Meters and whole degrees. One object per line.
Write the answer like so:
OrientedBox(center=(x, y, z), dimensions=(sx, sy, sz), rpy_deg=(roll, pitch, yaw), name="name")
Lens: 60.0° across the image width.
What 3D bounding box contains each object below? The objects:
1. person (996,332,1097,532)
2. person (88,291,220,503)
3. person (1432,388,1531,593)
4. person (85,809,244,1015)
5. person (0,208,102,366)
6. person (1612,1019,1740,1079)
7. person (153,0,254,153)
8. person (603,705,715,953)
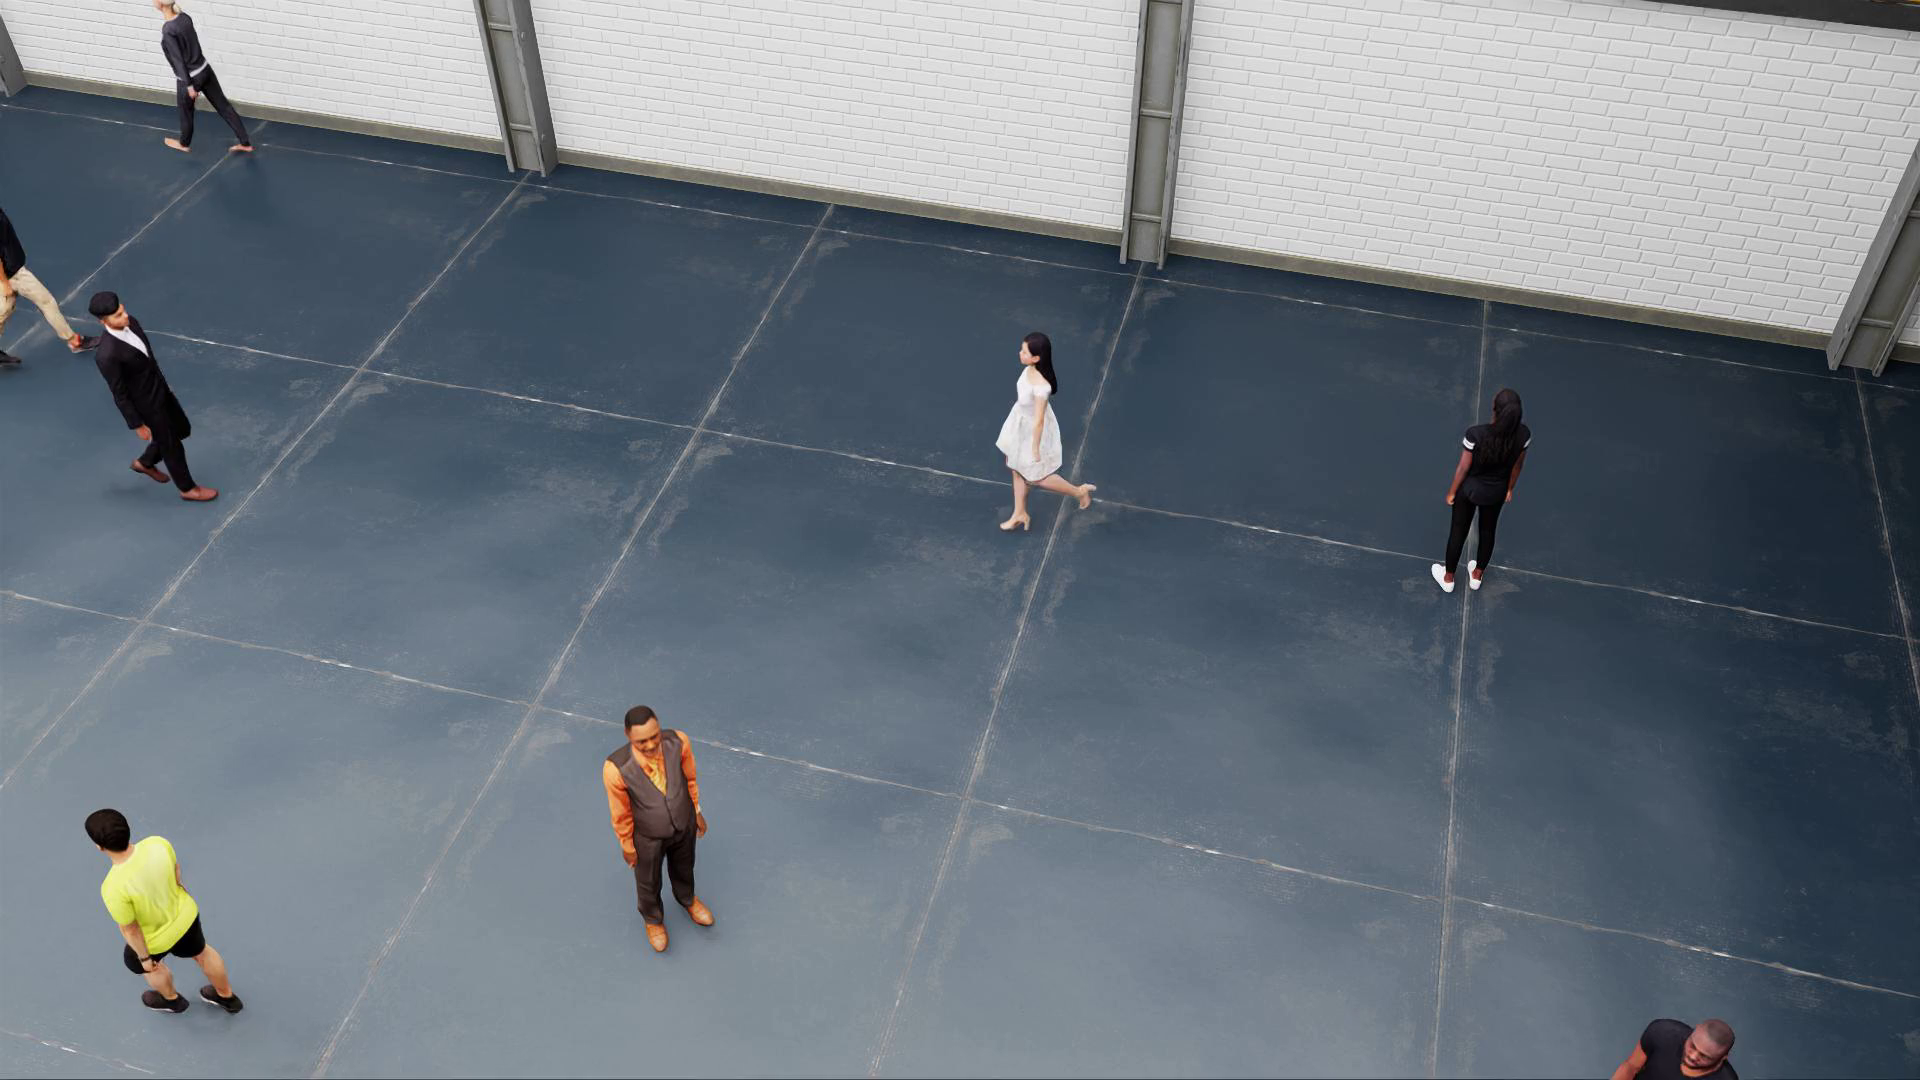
OrientedBox(center=(0.602, -0.732, 11.820), dimensions=(1.044, 1.757, 0.807), rpy_deg=(-2, 44, -3), name="person")
OrientedBox(center=(-5.963, -1.025, 12.045), dimensions=(0.948, 1.871, 0.853), rpy_deg=(-1, 44, -1), name="person")
OrientedBox(center=(3.584, -0.342, 11.431), dimensions=(0.597, 1.729, 0.740), rpy_deg=(-3, 44, -3), name="person")
OrientedBox(center=(-4.222, 2.065, 8.935), dimensions=(0.803, 1.686, 0.686), rpy_deg=(15, 46, 15), name="person")
OrientedBox(center=(-7.687, -2.129, 13.243), dimensions=(1.190, 1.816, 1.165), rpy_deg=(-24, 49, -23), name="person")
OrientedBox(center=(3.439, 2.785, 8.107), dimensions=(1.233, 1.786, 1.154), rpy_deg=(-20, 47, -20), name="person")
OrientedBox(center=(-7.153, -4.383, 15.707), dimensions=(1.046, 1.682, 0.641), rpy_deg=(9, 44, 9), name="person")
OrientedBox(center=(-1.684, 1.569, 9.295), dimensions=(0.785, 1.908, 0.828), rpy_deg=(-25, 49, -24), name="person")
